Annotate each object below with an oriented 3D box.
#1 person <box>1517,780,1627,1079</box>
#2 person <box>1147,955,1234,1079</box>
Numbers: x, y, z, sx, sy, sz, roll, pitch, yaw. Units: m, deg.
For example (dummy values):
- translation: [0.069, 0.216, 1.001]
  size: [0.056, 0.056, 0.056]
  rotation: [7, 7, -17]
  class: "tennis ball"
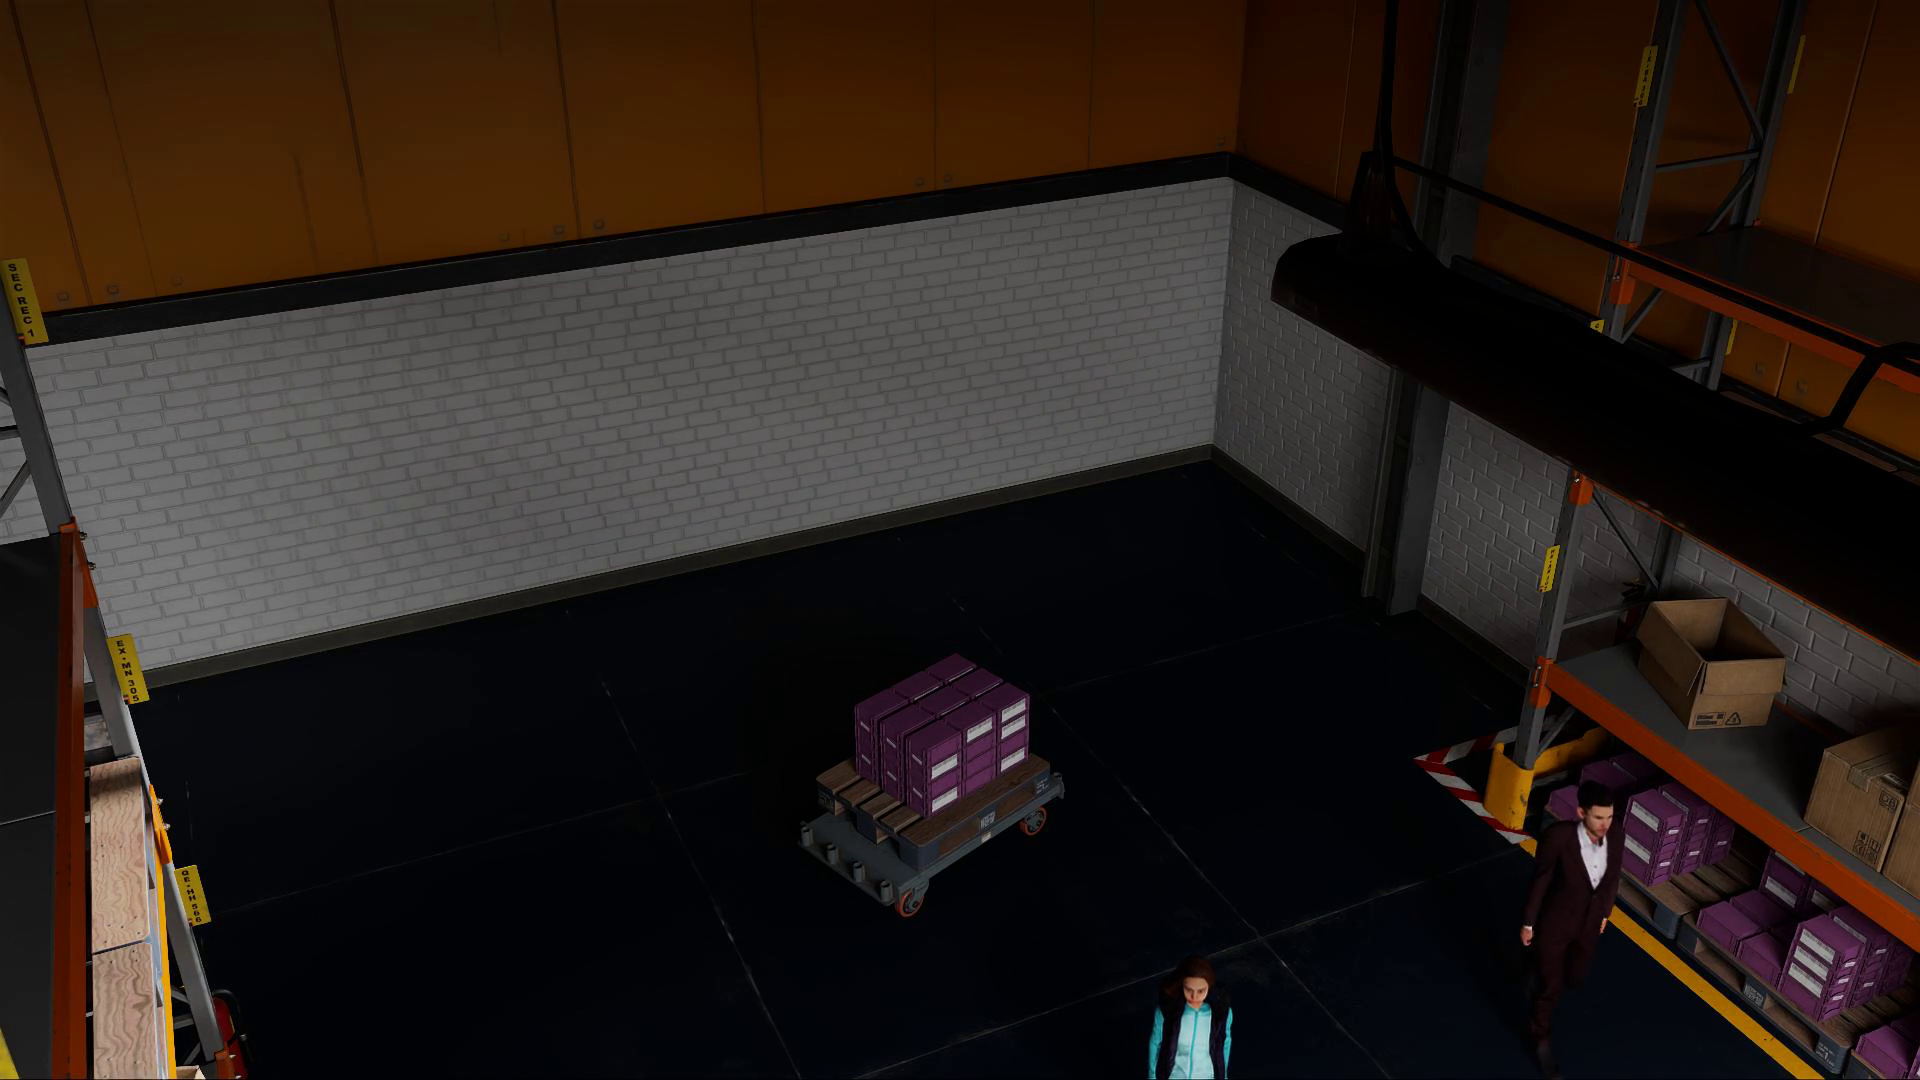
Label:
- translation: [3.334, 2.057, 9.235]
  size: [0.864, 1.845, 1.108]
  rotation: [-4, 29, -8]
  class: "person"
- translation: [1.160, 2.686, 8.444]
  size: [0.672, 1.499, 0.701]
  rotation: [0, 29, 0]
  class: "person"
